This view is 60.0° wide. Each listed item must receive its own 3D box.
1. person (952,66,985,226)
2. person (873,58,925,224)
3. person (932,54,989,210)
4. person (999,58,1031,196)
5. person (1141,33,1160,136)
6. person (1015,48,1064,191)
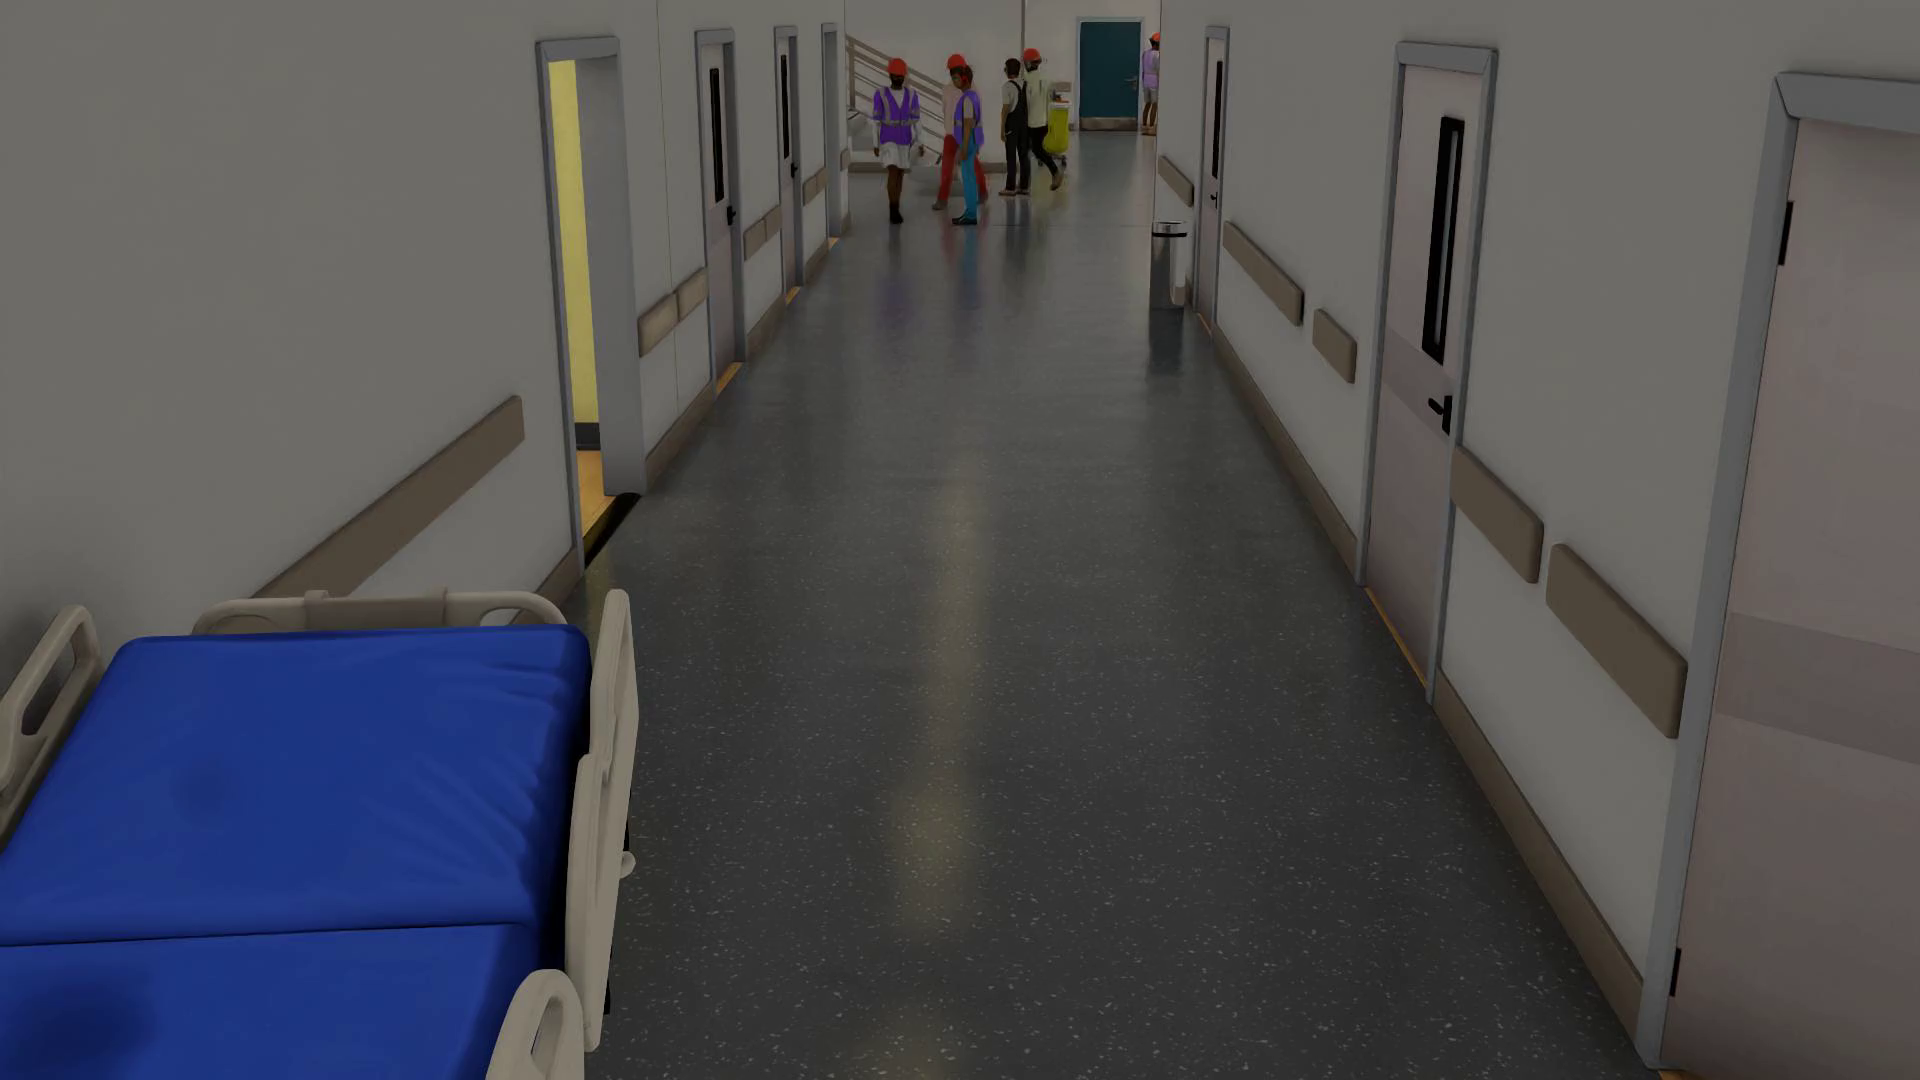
[{"bbox_3d":[0.096,-4.668,19.706,0.393,1.837,0.559,0,18,1],"label":"person"},{"bbox_3d":[-0.717,-4.748,19.821,0.563,1.905,0.771,-8,19,-23],"label":"person"},{"bbox_3d":[0.032,-5.241,21.346,0.623,1.941,1.087,11,21,31],"label":"person"},{"bbox_3d":[0.754,-5.640,22.750,0.506,1.840,0.342,-15,23,-38],"label":"person"},{"bbox_3d":[3.928,-9.226,33.709,0.404,2.030,0.620,-11,21,-31],"label":"person"},{"bbox_3d":[1.063,-5.783,23.000,0.755,1.966,0.629,16,24,42],"label":"person"}]
